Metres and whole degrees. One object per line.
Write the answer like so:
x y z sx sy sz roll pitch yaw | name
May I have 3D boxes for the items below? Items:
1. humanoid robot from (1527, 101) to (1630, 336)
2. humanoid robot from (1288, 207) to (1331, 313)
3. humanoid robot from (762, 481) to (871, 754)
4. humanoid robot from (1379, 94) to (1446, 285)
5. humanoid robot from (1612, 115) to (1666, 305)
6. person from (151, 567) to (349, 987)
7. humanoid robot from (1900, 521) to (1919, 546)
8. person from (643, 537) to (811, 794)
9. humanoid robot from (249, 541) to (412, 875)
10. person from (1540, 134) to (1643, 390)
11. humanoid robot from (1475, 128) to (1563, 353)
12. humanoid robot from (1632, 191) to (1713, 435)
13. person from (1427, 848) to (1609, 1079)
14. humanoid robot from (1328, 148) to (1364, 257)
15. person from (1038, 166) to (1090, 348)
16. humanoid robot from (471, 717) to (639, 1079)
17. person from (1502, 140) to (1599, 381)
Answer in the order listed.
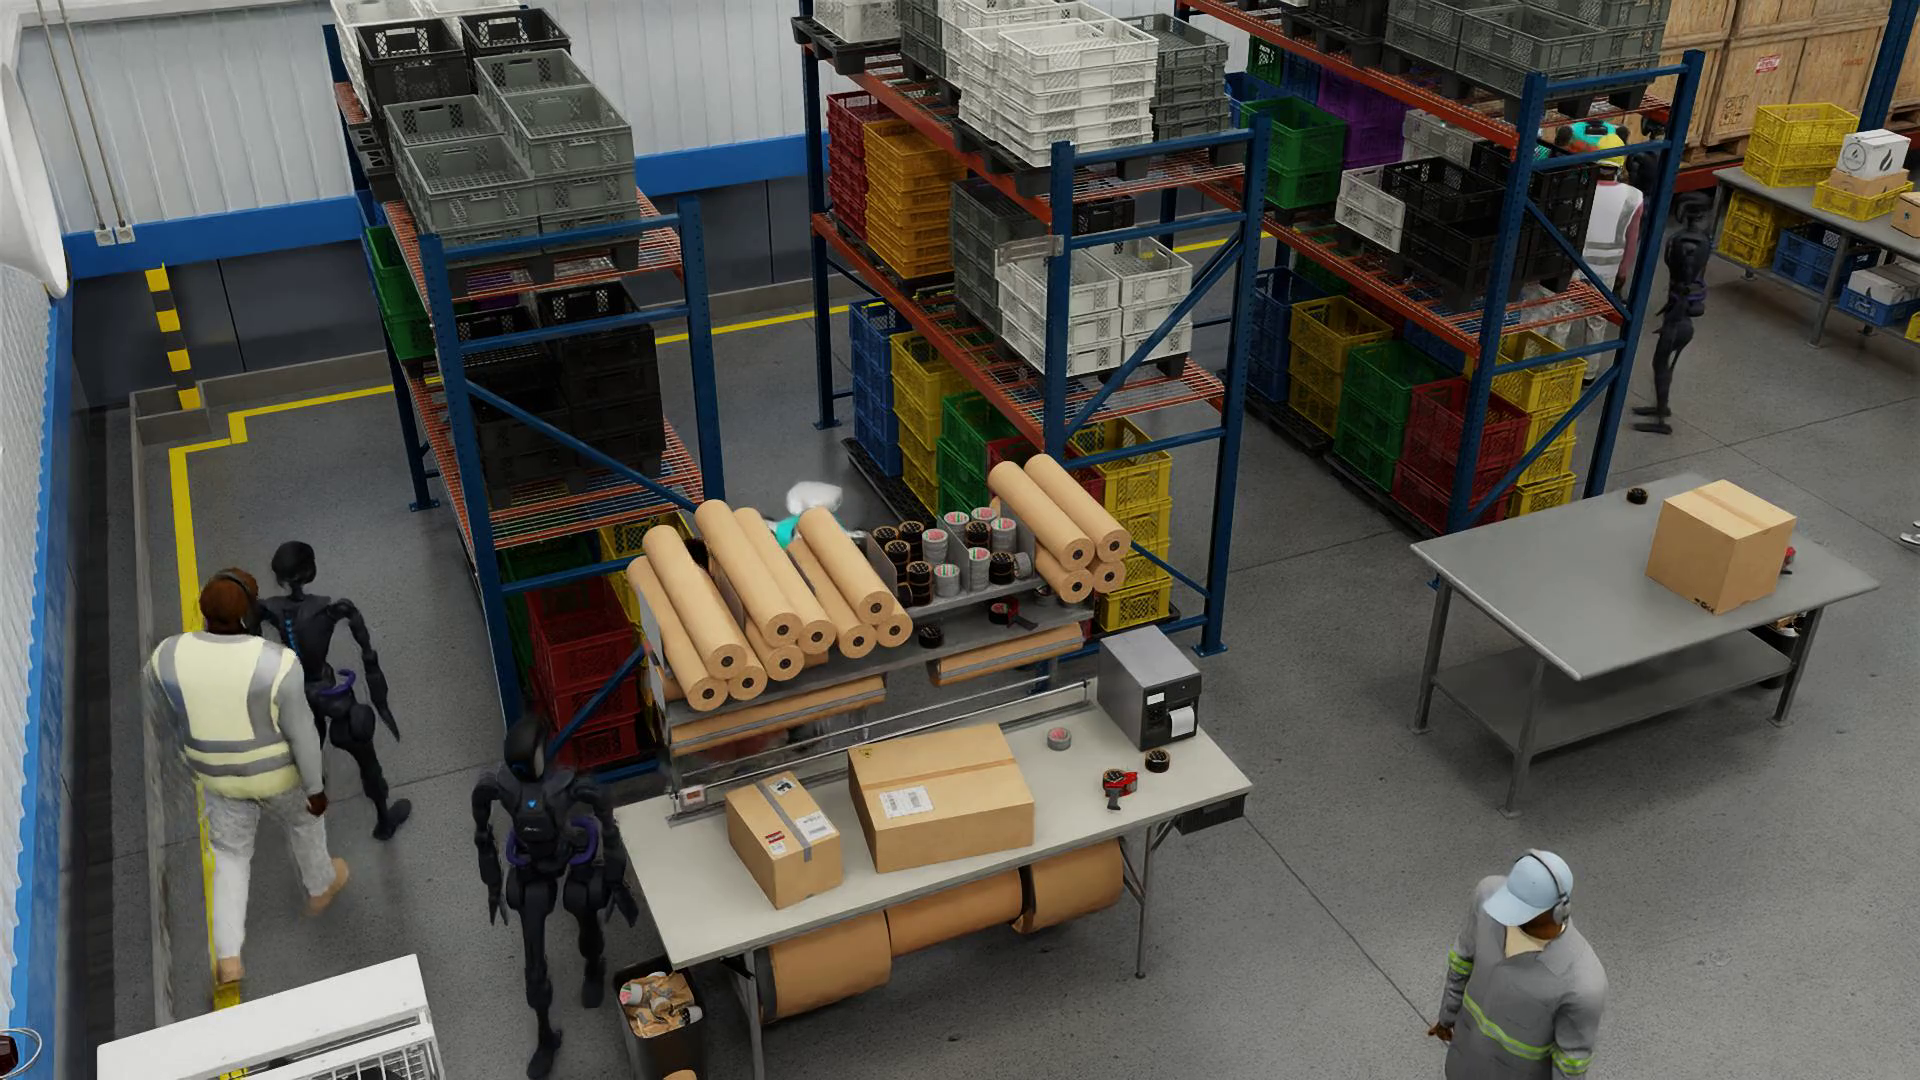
4.623 -2.319 12.327 0.538 1.787 0.687 0 32 -1 | humanoid robot
2.736 -2.482 12.657 0.332 1.653 0.586 2 32 3 | humanoid robot
-0.624 0.456 7.936 0.546 1.899 0.760 5 32 8 | humanoid robot
3.429 -2.648 12.748 0.533 1.673 0.735 6 32 10 | humanoid robot
5.086 -2.450 12.601 0.331 1.655 0.591 23 39 33 | humanoid robot
-2.967 0.999 6.897 0.645 1.799 0.843 0 32 0 | person
5.913 -0.713 9.631 0.737 1.697 0.530 28 41 37 | humanoid robot
-0.894 0.811 7.080 0.813 1.931 0.370 -9 33 -15 | person
-2.846 0.770 7.417 0.615 1.659 0.625 -1 32 -1 | humanoid robot
4.370 -1.919 11.593 0.587 1.834 0.404 7 32 12 | person
4.025 -2.317 12.352 0.534 1.774 0.905 4 32 6 | humanoid robot
4.782 -1.524 11.101 0.315 1.652 0.611 11 33 17 | humanoid robot
1.812 1.750 5.623 0.392 1.848 0.586 -15 35 -22 | person
2.896 -2.345 12.441 0.407 1.635 0.608 3 32 5 | humanoid robot
0.707 -2.307 12.030 0.381 2.041 0.611 16 35 25 | person
-1.567 1.337 6.485 0.597 1.626 0.727 -1 32 -2 | humanoid robot
4.073 -1.955 11.649 0.373 1.832 0.731 -11 33 -17 | person
